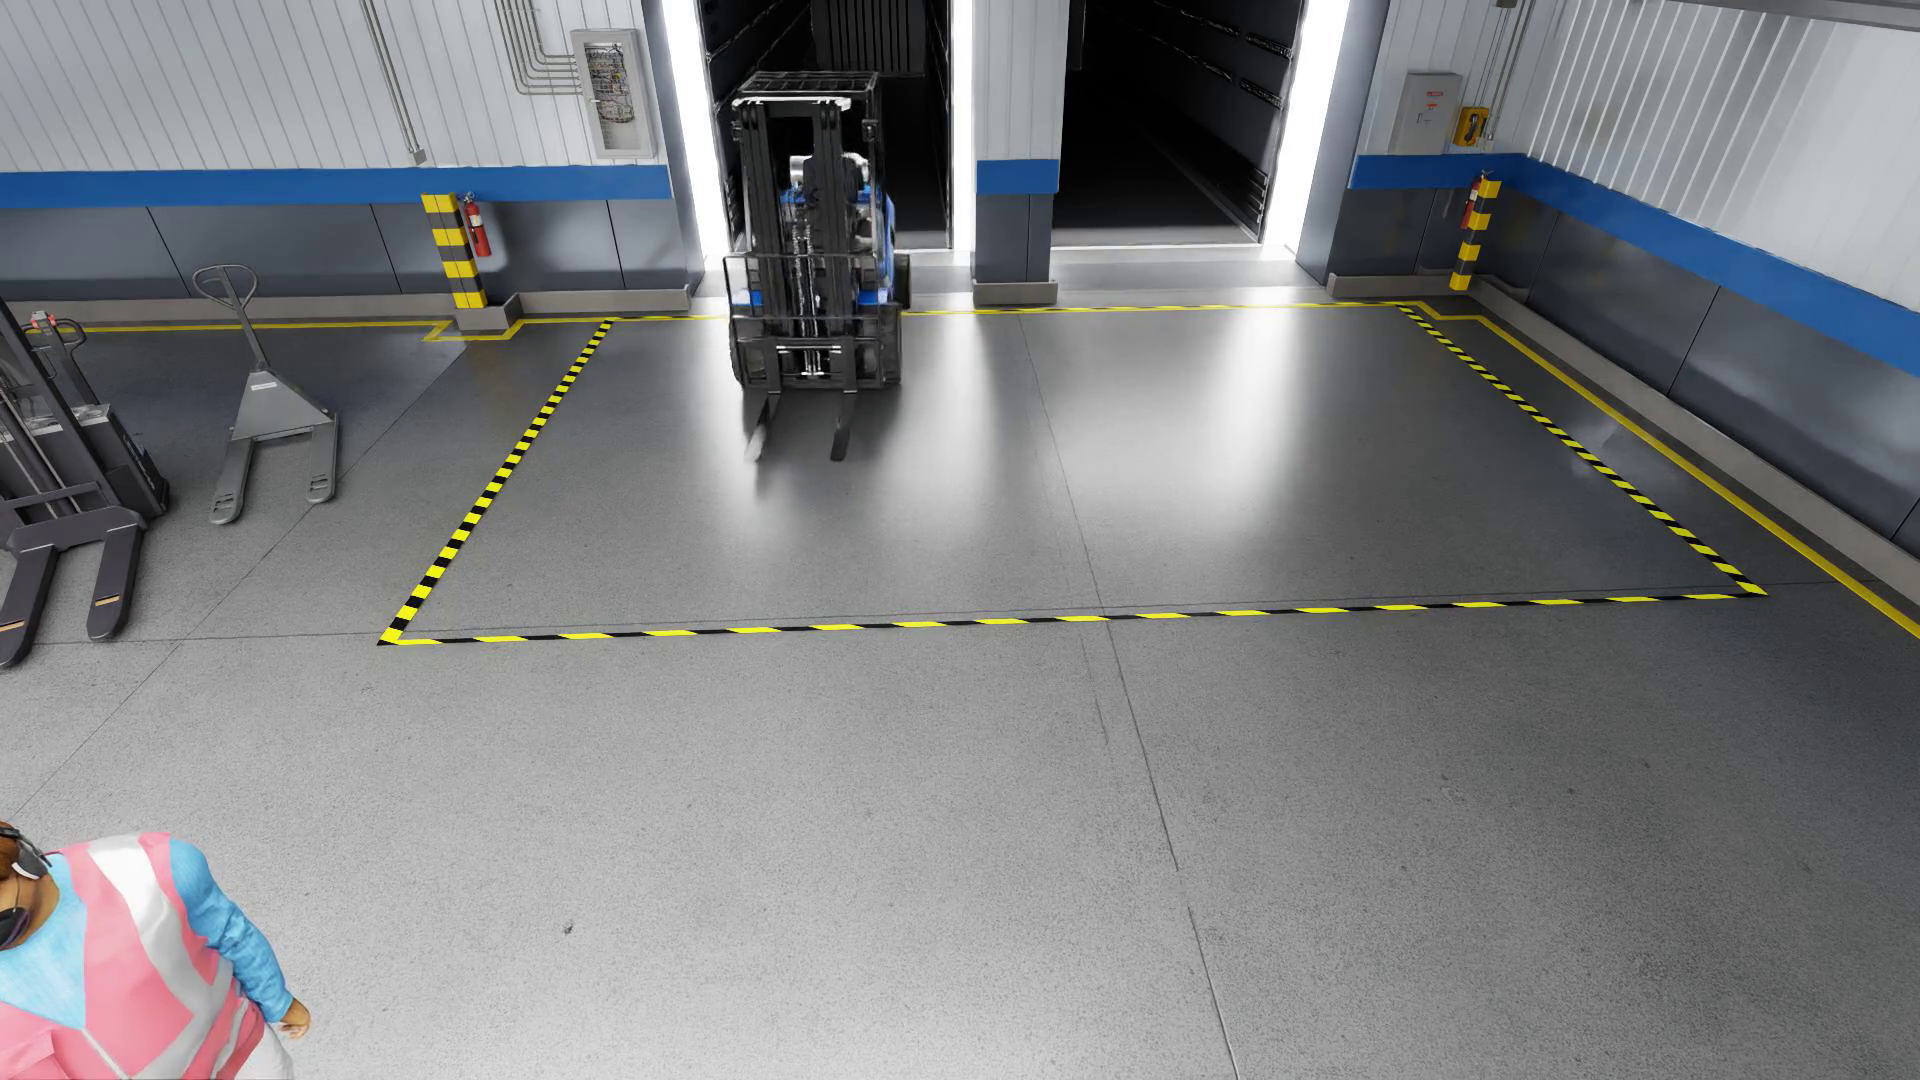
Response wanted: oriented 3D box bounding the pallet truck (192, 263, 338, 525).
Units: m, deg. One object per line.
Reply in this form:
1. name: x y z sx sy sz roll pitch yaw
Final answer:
1. pallet truck: -4.778 -1.027 6.128 0.680 1.201 1.601 -17 38 -23

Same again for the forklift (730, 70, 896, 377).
1. forklift: -1.151 -2.733 7.601 1.157 2.036 2.680 0 35 0

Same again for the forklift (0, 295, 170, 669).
1. forklift: -5.212 -0.618 4.878 0.823 1.965 1.885 -20 39 -26

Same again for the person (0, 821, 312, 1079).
1. person: -1.957 1.312 2.240 0.429 1.844 0.620 25 42 31
